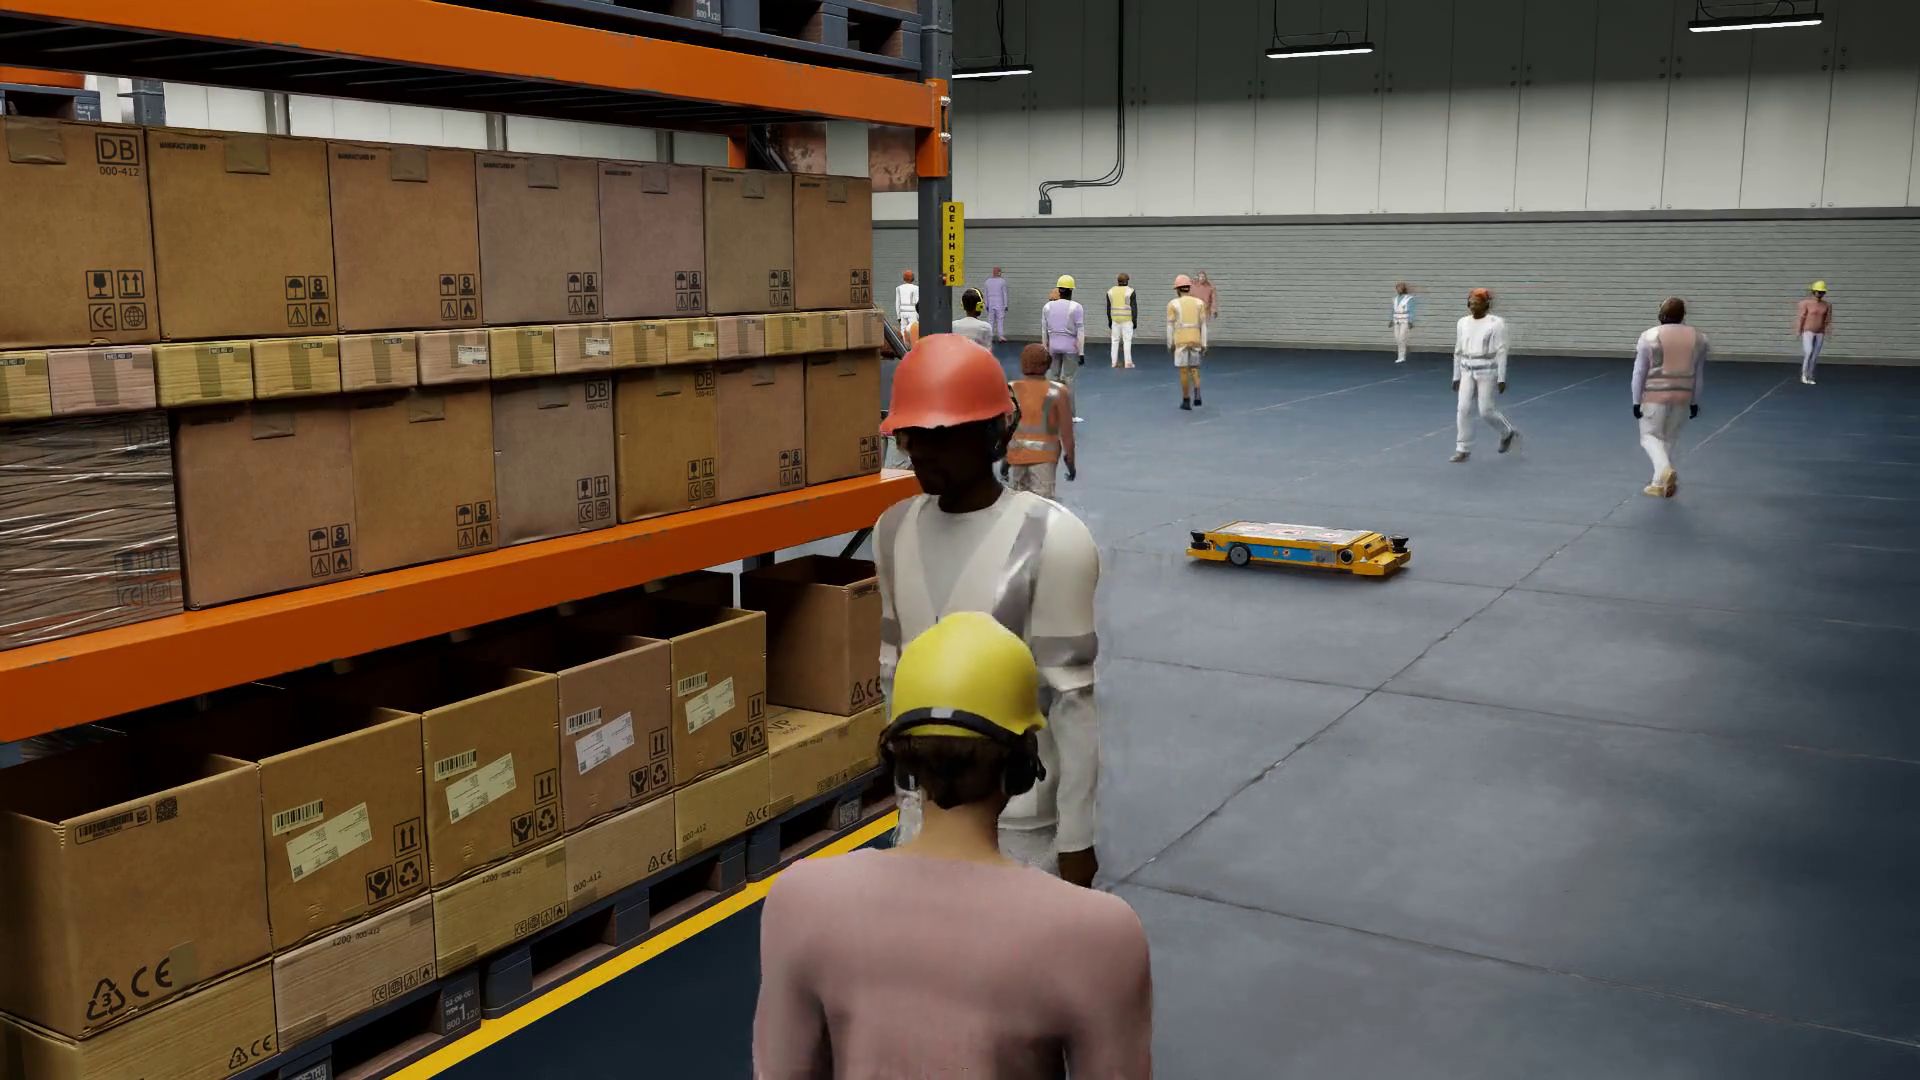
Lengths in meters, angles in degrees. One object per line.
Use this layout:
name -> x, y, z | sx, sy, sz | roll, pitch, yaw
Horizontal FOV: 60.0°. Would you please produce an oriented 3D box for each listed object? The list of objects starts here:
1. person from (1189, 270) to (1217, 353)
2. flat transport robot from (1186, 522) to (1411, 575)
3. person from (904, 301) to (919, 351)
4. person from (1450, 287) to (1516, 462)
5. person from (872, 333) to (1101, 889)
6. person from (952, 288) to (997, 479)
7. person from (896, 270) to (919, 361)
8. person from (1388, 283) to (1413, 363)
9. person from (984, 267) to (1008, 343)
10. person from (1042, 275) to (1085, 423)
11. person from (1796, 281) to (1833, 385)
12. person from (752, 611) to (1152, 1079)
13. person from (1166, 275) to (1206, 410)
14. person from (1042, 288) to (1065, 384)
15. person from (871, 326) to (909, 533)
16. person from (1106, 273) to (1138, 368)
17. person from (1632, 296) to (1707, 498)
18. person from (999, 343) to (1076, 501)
person -> 5.498, -5.218, 37.945 | 0.631, 1.864, 0.984 | -2, 10, -9
flat transport robot -> 2.392, 0.041, 11.772 | 1.431, 0.197, 0.652 | 6, 11, 30
person -> -0.407, -1.988, 19.475 | 0.541, 1.698, 0.315 | 6, 11, 29
person -> 5.574, -1.762, 17.707 | 0.743, 1.858, 0.618 | -8, 12, -38
person -> 0.103, 0.540, 3.767 | 0.642, 2.016, 0.862 | 8, 12, 38
person -> 0.120, -1.511, 16.185 | 0.532, 1.870, 0.315 | 6, 11, 29
person -> -1.043, -4.606, 34.265 | 0.584, 1.882, 0.344 | 6, 11, 29
person -> 8.987, -4.425, 33.964 | 0.490, 1.621, 0.540 | -7, 12, -34
person -> 0.934, -5.897, 41.754 | 0.652, 1.906, 0.409 | 6, 11, 29
person -> 1.363, -2.490, 21.749 | 0.594, 1.925, 0.369 | 6, 11, 29
person -> 14.456, -3.489, 28.086 | 0.554, 1.747, 0.481 | 0, 10, 0
person -> -0.013, 0.964, 2.188 | 0.544, 1.708, 0.762 | 3, 10, 18
person -> 3.189, -2.800, 23.603 | 0.552, 1.911, 0.470 | -3, 10, -17
person -> 1.633, -3.449, 28.224 | 0.507, 1.632, 0.273 | 6, 11, 29
person -> -0.545, -0.851, 13.013 | 0.507, 1.632, 0.273 | 6, 11, 29
person -> 3.184, -4.281, 32.499 | 0.636, 1.841, 0.429 | 5, 11, 29
person -> 6.324, -1.256, 14.845 | 0.631, 1.822, 0.733 | 0, 10, -1
person -> 0.473, -0.520, 11.184 | 0.530, 1.599, 0.789 | 5, 11, 26
